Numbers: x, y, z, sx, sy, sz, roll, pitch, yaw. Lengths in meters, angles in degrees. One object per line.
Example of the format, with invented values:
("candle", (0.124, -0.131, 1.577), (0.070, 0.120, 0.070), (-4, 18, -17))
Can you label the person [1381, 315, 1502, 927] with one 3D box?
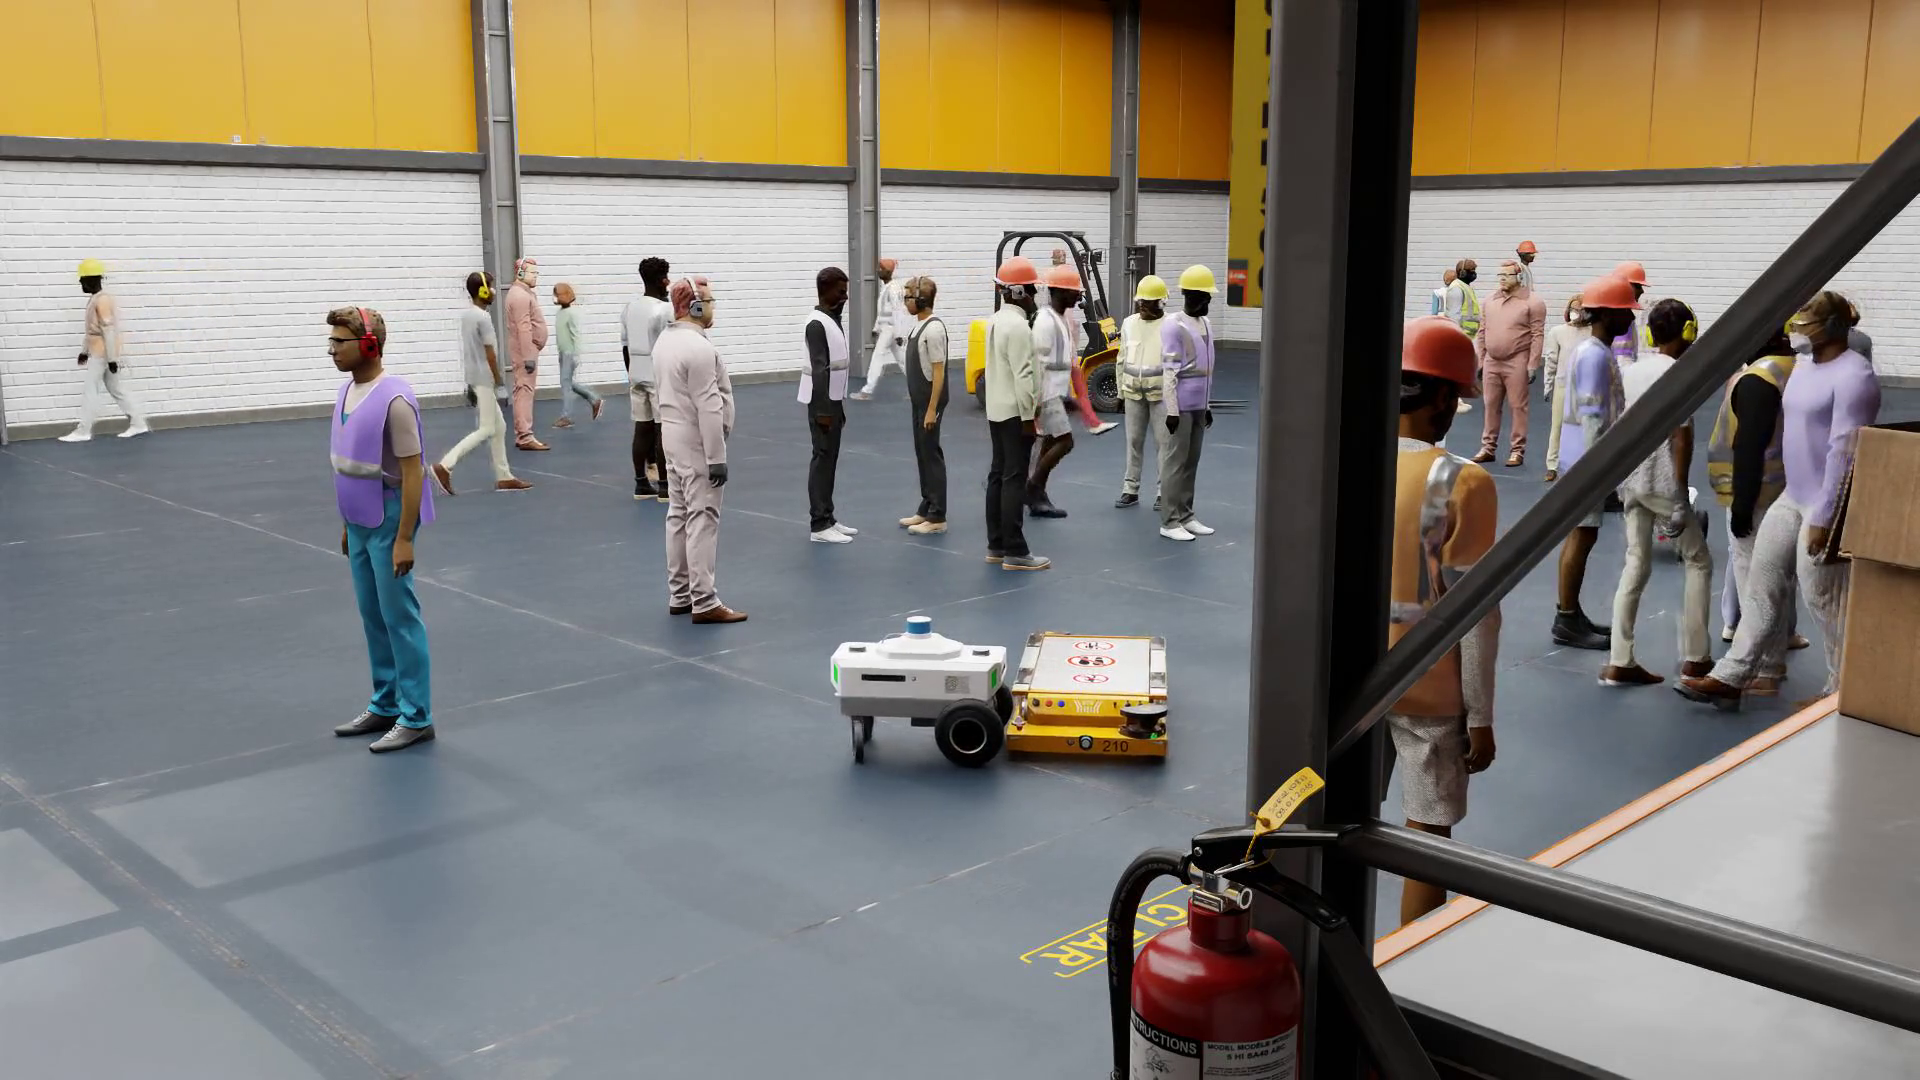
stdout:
("person", (1.171, 0.383, 4.364), (0.373, 1.928, 0.543), (-9, 14, -42))

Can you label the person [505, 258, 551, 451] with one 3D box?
("person", (-4.308, -1.847, 16.594), (0.401, 1.904, 0.641), (-3, 11, -17))

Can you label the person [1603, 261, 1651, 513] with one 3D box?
("person", (5.090, -1.183, 12.891), (0.376, 1.934, 0.546), (0, 10, 3))

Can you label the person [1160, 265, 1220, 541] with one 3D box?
("person", (1.628, -0.963, 11.709), (0.381, 1.923, 0.595), (7, 12, 33))

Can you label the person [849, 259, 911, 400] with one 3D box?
("person", (-0.910, -2.726, 21.609), (1.003, 1.835, 0.580), (-1, 10, -6))

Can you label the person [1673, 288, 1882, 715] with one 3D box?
("person", (3.634, -0.139, 7.288), (0.830, 1.897, 0.668), (0, 10, 0))

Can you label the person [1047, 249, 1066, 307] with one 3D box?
("person", (1.609, -3.772, 27.084), (0.403, 1.904, 0.651), (-6, 12, -29))

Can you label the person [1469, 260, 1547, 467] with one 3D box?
("person", (5.066, -1.634, 15.420), (0.399, 1.909, 0.642), (-9, 14, -40))

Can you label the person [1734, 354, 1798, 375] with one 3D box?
("person", (7.348, -1.444, 15.204), (0.522, 1.607, 0.814), (5, 12, 26))

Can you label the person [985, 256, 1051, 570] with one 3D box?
("person", (0.351, -0.807, 10.674), (0.379, 1.992, 0.611), (-3, 11, -18))

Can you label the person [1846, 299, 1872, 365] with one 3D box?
("person", (7.393, -1.198, 13.864), (0.542, 1.604, 0.680), (-1, 10, -6))

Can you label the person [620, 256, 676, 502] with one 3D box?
("person", (-2.459, -1.286, 13.358), (0.608, 1.965, 0.369), (8, 13, 38))

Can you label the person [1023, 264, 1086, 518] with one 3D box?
("person", (0.706, -1.094, 12.454), (0.470, 1.918, 0.555), (3, 11, 14))

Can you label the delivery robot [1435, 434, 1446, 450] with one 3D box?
("delivery robot", (4.002, -0.844, 14.547), (0.477, 0.478, 0.707), (6, 12, 30))

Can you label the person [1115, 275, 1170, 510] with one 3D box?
("person", (1.477, -1.140, 12.957), (0.586, 1.823, 0.403), (5, 12, 27))

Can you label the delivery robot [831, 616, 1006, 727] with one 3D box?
("delivery robot", (-0.171, 0.560, 6.888), (0.707, 0.478, 0.477), (1, 11, 7))

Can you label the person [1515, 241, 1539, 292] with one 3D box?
("person", (8.756, -3.620, 25.872), (0.377, 2.045, 0.605), (5, 11, 25))

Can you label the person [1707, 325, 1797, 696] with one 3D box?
("person", (3.741, -0.198, 7.835), (0.432, 1.828, 0.626), (8, 13, 37))

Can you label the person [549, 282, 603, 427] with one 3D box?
("person", (-4.317, -2.075, 18.618), (0.613, 1.619, 0.508), (-7, 12, -32))

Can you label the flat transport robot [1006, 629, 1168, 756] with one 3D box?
("flat transport robot", (0.591, 0.652, 7.418), (0.652, 0.197, 1.431), (1, 10, 6))

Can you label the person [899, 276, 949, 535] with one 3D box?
("person", (-0.252, -0.958, 11.909), (0.331, 1.841, 0.521), (-2, 11, -13))

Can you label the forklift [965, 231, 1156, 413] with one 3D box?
("forklift", (1.222, -2.721, 20.561), (2.313, 2.155, 1.214), (2, 11, 13))

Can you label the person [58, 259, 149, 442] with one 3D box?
("person", (-8.990, -1.981, 17.366), (0.857, 1.890, 0.591), (-5, 12, -27))

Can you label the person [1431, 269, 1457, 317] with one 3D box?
("person", (7.086, -3.095, 24.116), (0.514, 1.641, 0.307), (1, 10, 5))

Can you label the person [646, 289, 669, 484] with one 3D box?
("person", (-2.605, -1.335, 14.361), (0.319, 1.696, 0.562), (1, 10, 4))

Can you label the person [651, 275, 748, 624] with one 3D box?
("person", (-1.443, -0.495, 9.197), (0.409, 1.913, 0.642), (-7, 12, -32))

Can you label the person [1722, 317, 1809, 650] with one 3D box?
("person", (4.207, -0.315, 8.604), (0.305, 1.772, 0.525), (-10, 14, -43))

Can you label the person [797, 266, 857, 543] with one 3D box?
("person", (-0.932, -0.945, 11.643), (0.392, 1.916, 0.591), (1, 10, 4))

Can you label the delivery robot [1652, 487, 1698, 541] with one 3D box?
("delivery robot", (4.740, -0.221, 11.150), (0.477, 0.478, 0.707), (5, 12, 26))

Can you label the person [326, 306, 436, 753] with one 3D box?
("person", (-2.409, -0.049, 6.941), (0.373, 1.843, 0.570), (-10, 14, -42))

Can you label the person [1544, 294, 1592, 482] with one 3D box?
("person", (5.307, -1.304, 14.365), (0.507, 1.631, 0.278), (4, 11, 19))

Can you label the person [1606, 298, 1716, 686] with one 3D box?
("person", (3.383, -0.220, 7.910), (0.731, 1.833, 0.531), (-4, 11, -20))

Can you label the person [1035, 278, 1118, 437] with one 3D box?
("person", (1.201, -1.919, 17.476), (0.905, 1.714, 0.552), (2, 11, 12))

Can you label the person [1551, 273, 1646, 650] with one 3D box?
("person", (3.313, -0.408, 8.656), (0.375, 1.936, 0.550), (4, 11, 19))

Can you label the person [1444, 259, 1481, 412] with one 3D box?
("person", (6.094, -2.479, 20.209), (0.430, 1.845, 0.624), (6, 12, 28))

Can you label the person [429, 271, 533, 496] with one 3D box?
("person", (-3.966, -1.283, 13.673), (0.811, 1.847, 0.527), (-6, 12, -29))
